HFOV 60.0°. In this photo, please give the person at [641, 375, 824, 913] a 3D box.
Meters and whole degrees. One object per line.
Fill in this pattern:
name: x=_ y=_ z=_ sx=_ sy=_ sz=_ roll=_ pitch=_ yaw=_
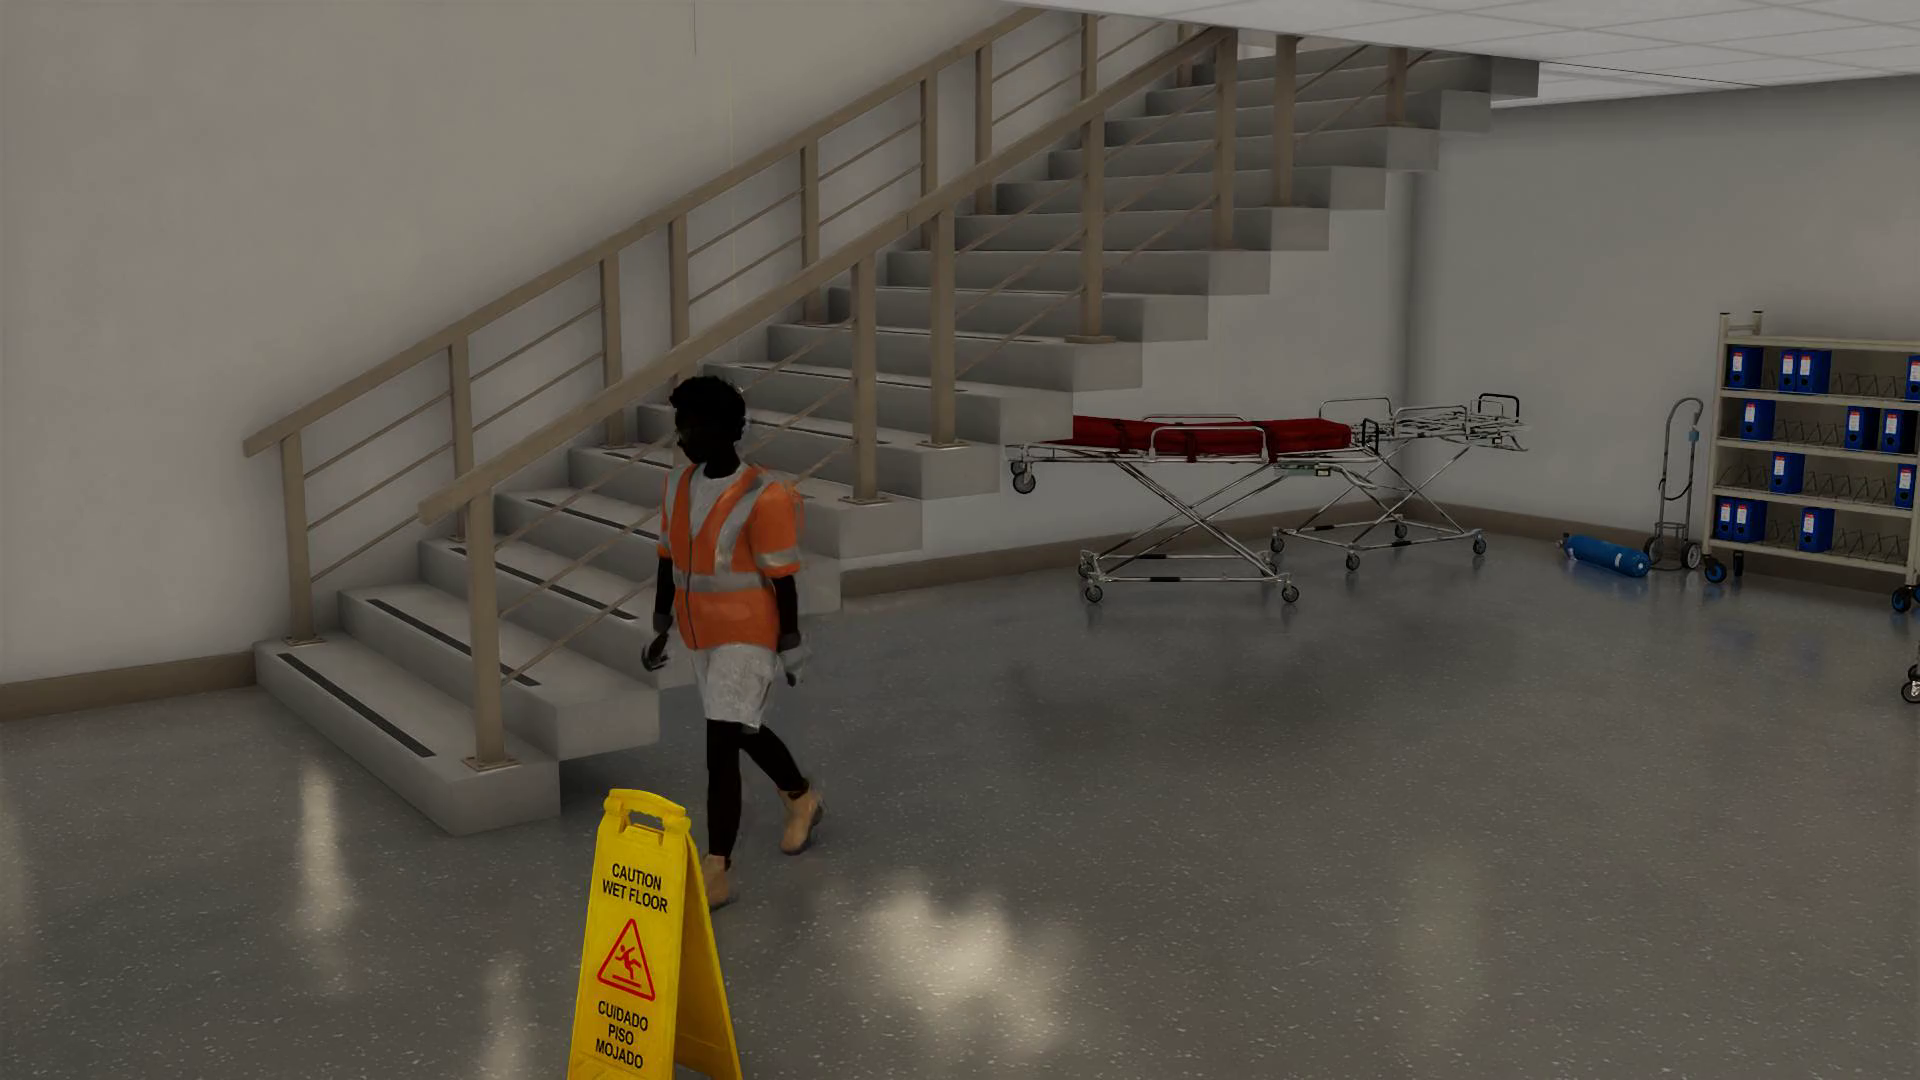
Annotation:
person: x=-0.707 y=0.288 z=5.320 sx=0.527 sy=1.647 sz=0.844 roll=9 pitch=13 yaw=42
